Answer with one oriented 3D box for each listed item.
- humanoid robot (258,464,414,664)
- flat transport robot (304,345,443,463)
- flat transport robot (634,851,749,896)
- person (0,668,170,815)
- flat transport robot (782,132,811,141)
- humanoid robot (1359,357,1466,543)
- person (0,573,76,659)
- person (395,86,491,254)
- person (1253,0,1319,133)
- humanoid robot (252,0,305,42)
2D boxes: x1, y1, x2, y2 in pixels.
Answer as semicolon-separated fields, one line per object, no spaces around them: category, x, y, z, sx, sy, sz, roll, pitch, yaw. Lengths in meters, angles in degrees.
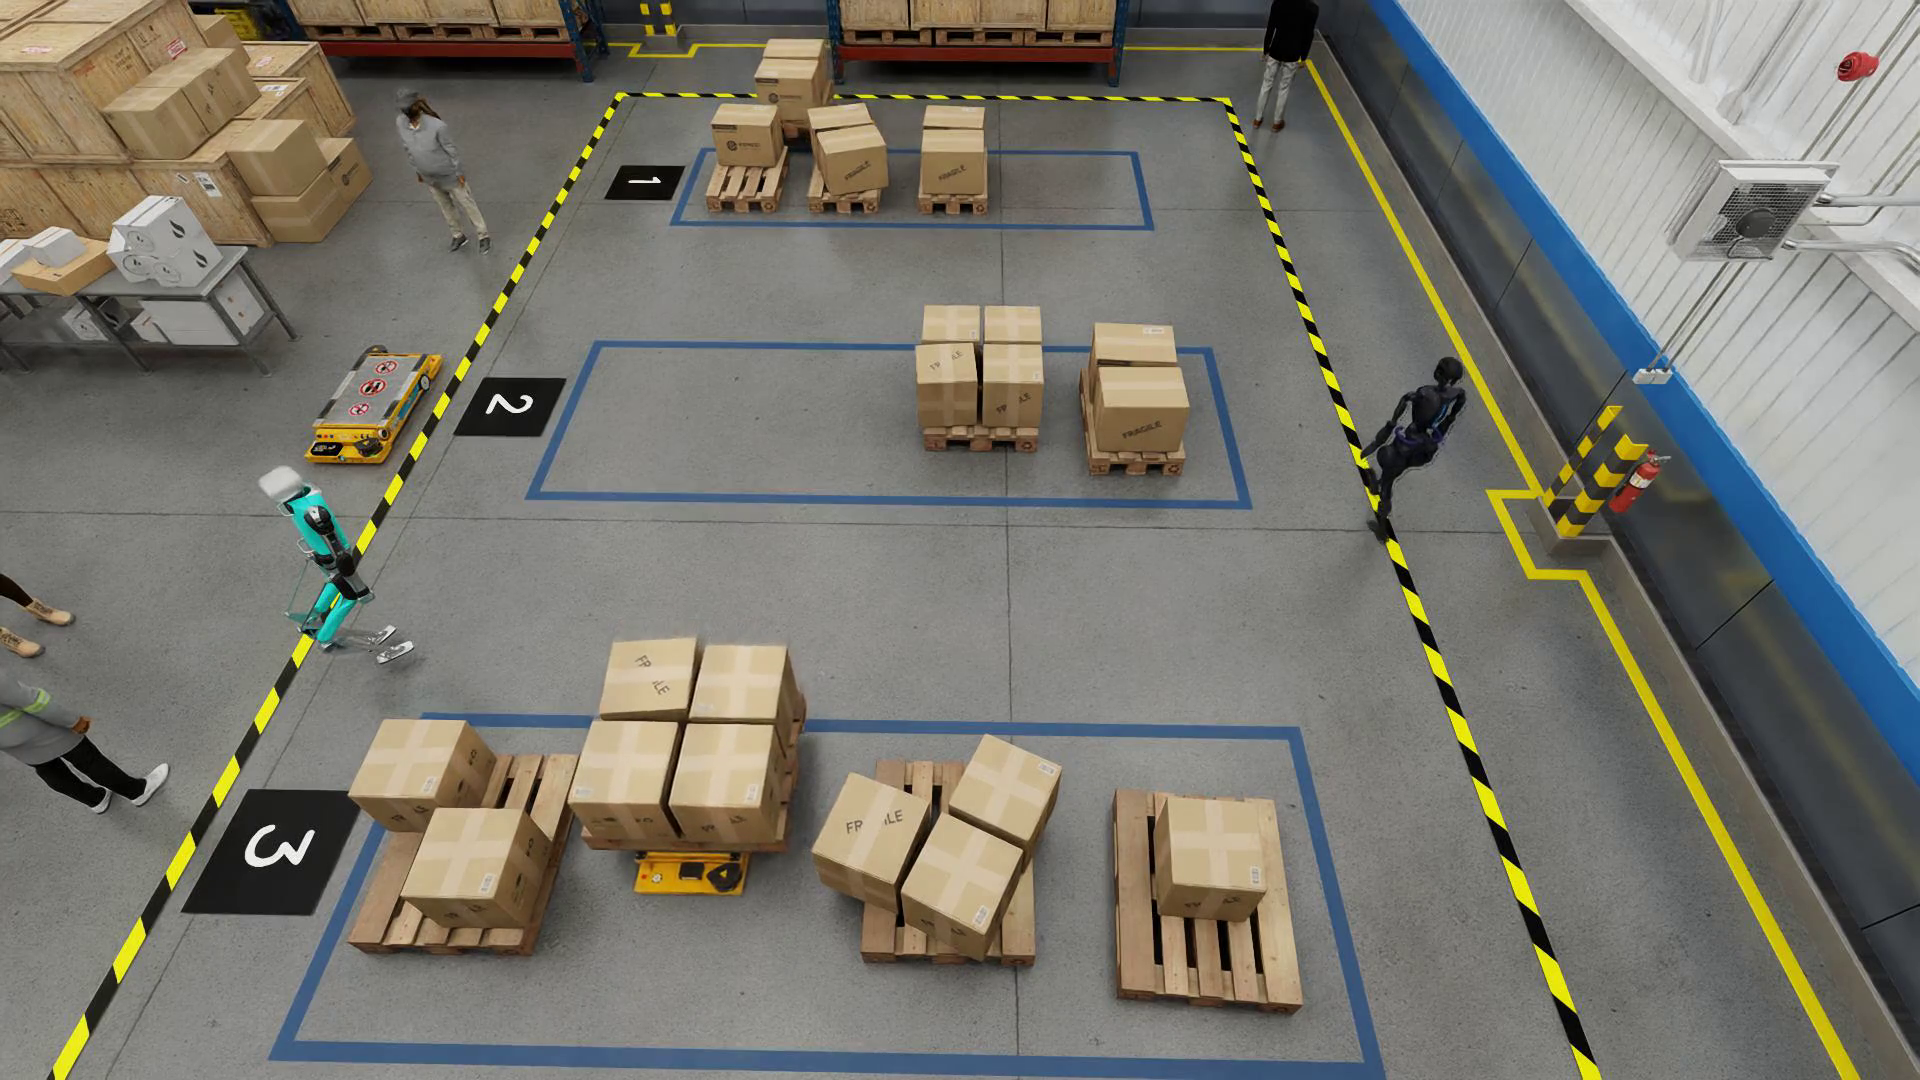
humanoid robot;-4.277;0.286;6.072;0.533;1.681;0.735;35;58;26
flat transport robot;-5.383;-1.269;8.441;0.659;0.231;1.431;1;50;1
flat transport robot;-1.649;1.577;6.014;0.652;0.197;1.431;1;50;1
person;-5.545;1.069;5.425;0.597;1.850;0.395;-7;50;-6
flat transport robot;-2.048;-5.427;11.941;1.431;0.197;0.652;1;50;1
humanoid robot;3.446;-0.773;7.120;0.587;1.631;0.740;-7;50;-6
person;-6.939;0.077;6.150;0.390;2.037;0.600;10;51;9
person;-5.477;-3.889;9.674;0.563;1.769;0.398;5;50;4
person;4.061;-6.083;11.457;0.587;1.884;0.361;22;53;17
humanoid robot;-8.729;-6.438;11.926;0.787;1.625;0.606;0;50;0
